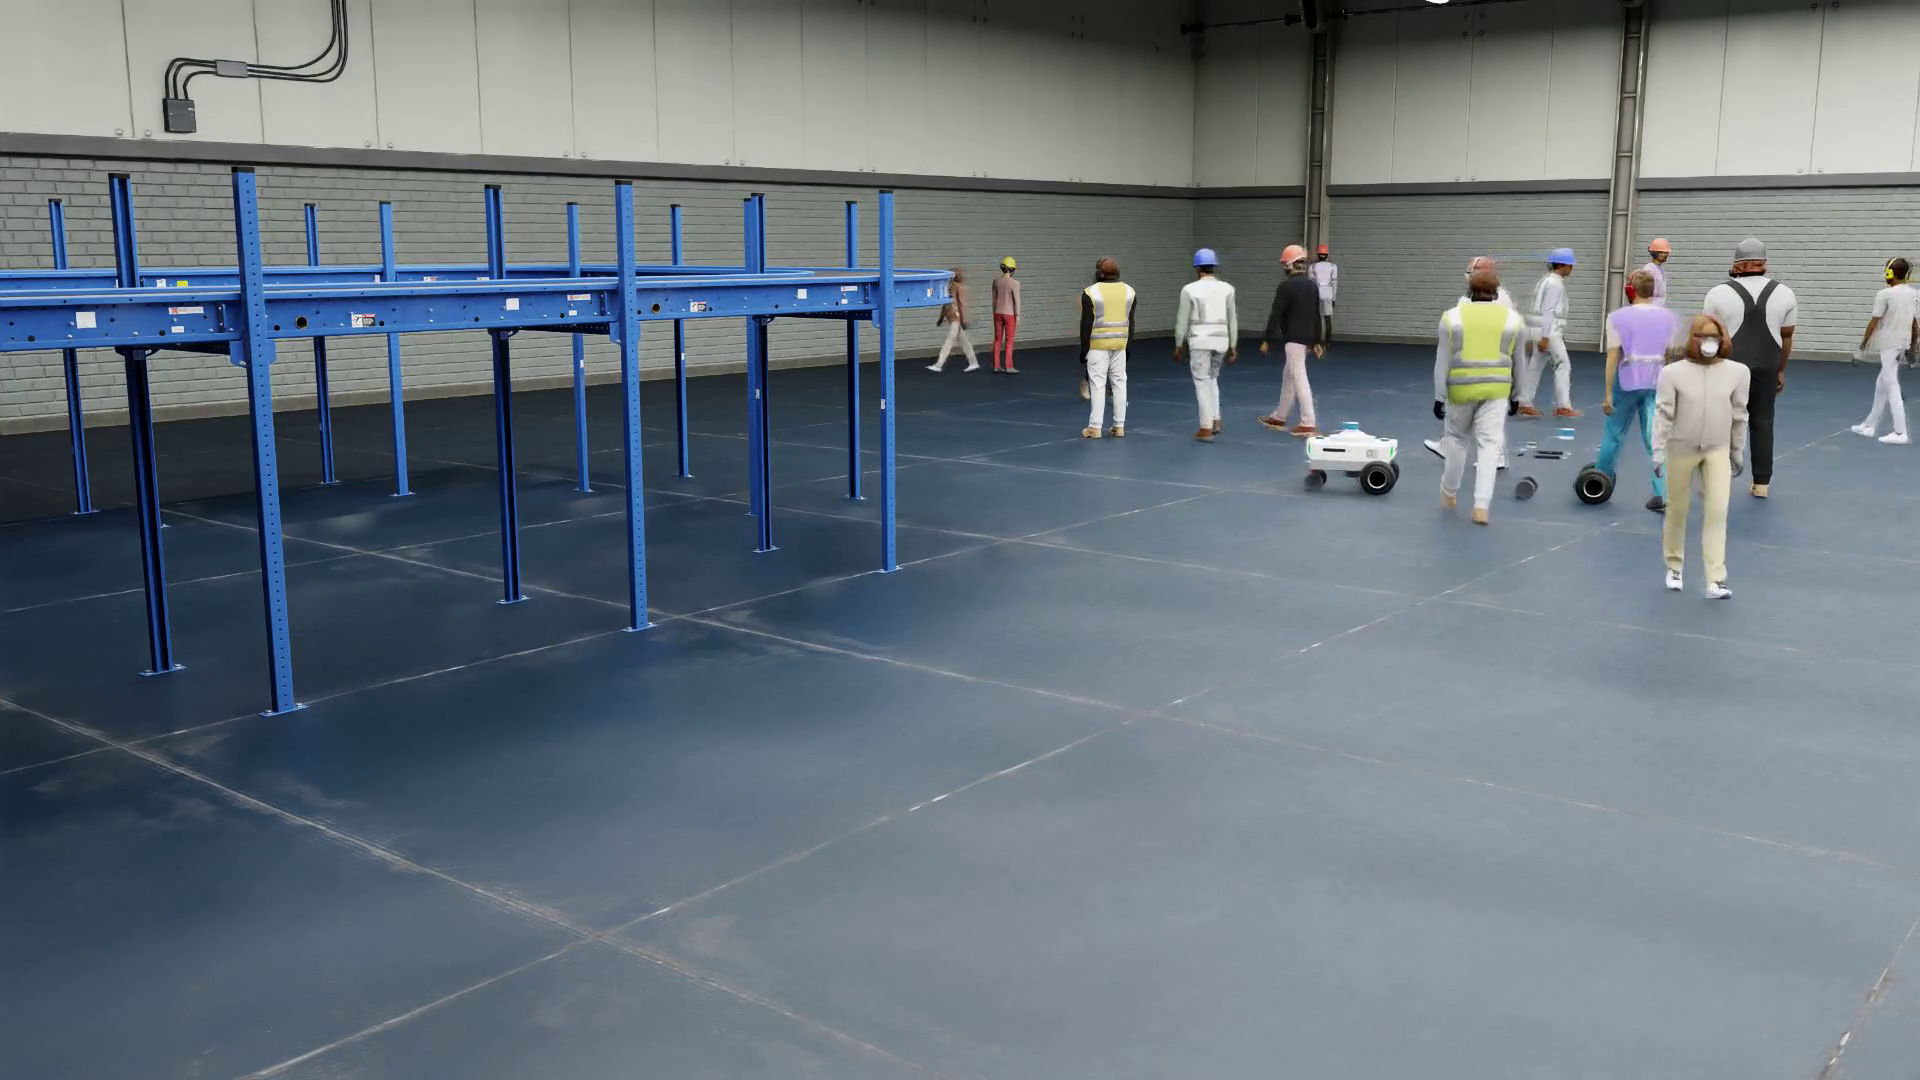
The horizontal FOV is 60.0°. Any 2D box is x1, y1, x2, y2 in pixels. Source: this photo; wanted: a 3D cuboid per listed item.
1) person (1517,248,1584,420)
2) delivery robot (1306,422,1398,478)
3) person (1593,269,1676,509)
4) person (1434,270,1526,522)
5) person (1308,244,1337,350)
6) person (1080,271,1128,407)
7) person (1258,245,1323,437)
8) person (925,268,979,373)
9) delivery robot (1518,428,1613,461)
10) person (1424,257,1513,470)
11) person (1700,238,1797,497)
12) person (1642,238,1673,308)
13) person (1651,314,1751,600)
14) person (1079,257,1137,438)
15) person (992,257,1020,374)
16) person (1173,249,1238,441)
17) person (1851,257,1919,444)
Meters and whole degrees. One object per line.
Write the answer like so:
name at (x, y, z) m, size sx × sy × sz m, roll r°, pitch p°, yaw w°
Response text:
person at (6.744, -2.314, 18.754) m, size 0.844 × 1.909 × 0.617 m, roll 2°, pitch 10°, yaw 11°
delivery robot at (3.187, -0.717, 13.545) m, size 0.707 × 0.478 × 0.477 m, roll 4°, pitch 11°, yaw 18°
person at (5.150, -1.155, 12.682) m, size 0.578 × 1.799 × 0.952 m, roll -1°, pitch 10°, yaw -6°
person at (3.799, -1.073, 12.220) m, size 0.640 × 1.794 × 0.940 m, roll 2°, pitch 10°, yaw 13°
person at (6.661, -4.471, 30.654) m, size 0.543 × 1.939 × 0.371 m, roll 0°, pitch 10°, yaw 2°
person at (1.785, -2.488, 20.382) m, size 0.538 × 1.678 × 0.704 m, roll -7°, pitch 12°, yaw -32°
person at (3.401, -2.072, 17.317) m, size 0.922 × 1.950 × 0.627 m, roll 9°, pitch 14°, yaw 42°
person at (-0.086, -3.356, 25.448) m, size 0.907 × 1.584 × 0.519 m, roll -4°, pitch 11°, yaw -19°
delivery robot at (4.769, -0.760, 13.067) m, size 0.698 × 0.223 × 0.335 m, roll 5°, pitch 11°, yaw 23°
person at (4.537, -1.578, 14.834) m, size 0.676 × 1.852 × 0.975 m, roll -8°, pitch 13°, yaw -37°
person at (6.193, -1.350, 13.195) m, size 0.682 × 2.000 × 0.536 m, roll 2°, pitch 10°, yaw 9°
person at (9.753, -3.207, 23.359) m, size 0.393 × 2.041 × 0.614 m, roll 8°, pitch 13°, yaw 36°
person at (4.177, -0.463, 9.390) m, size 0.521 × 1.594 × 0.801 m, roll 2°, pitch 11°, yaw 13°
person at (1.498, -1.982, 17.125) m, size 0.626 × 1.846 × 0.429 m, roll -5°, pitch 11°, yaw -25°
person at (0.714, -3.420, 25.339) m, size 0.518 × 1.756 × 0.342 m, roll 8°, pitch 13°, yaw 38°
person at (2.491, -1.981, 16.898) m, size 0.623 × 1.924 × 0.611 m, roll -5°, pitch 11°, yaw -25°
person at (9.277, -1.914, 16.763) m, size 0.544 × 1.832 × 0.870 m, roll -4°, pitch 11°, yaw -21°
